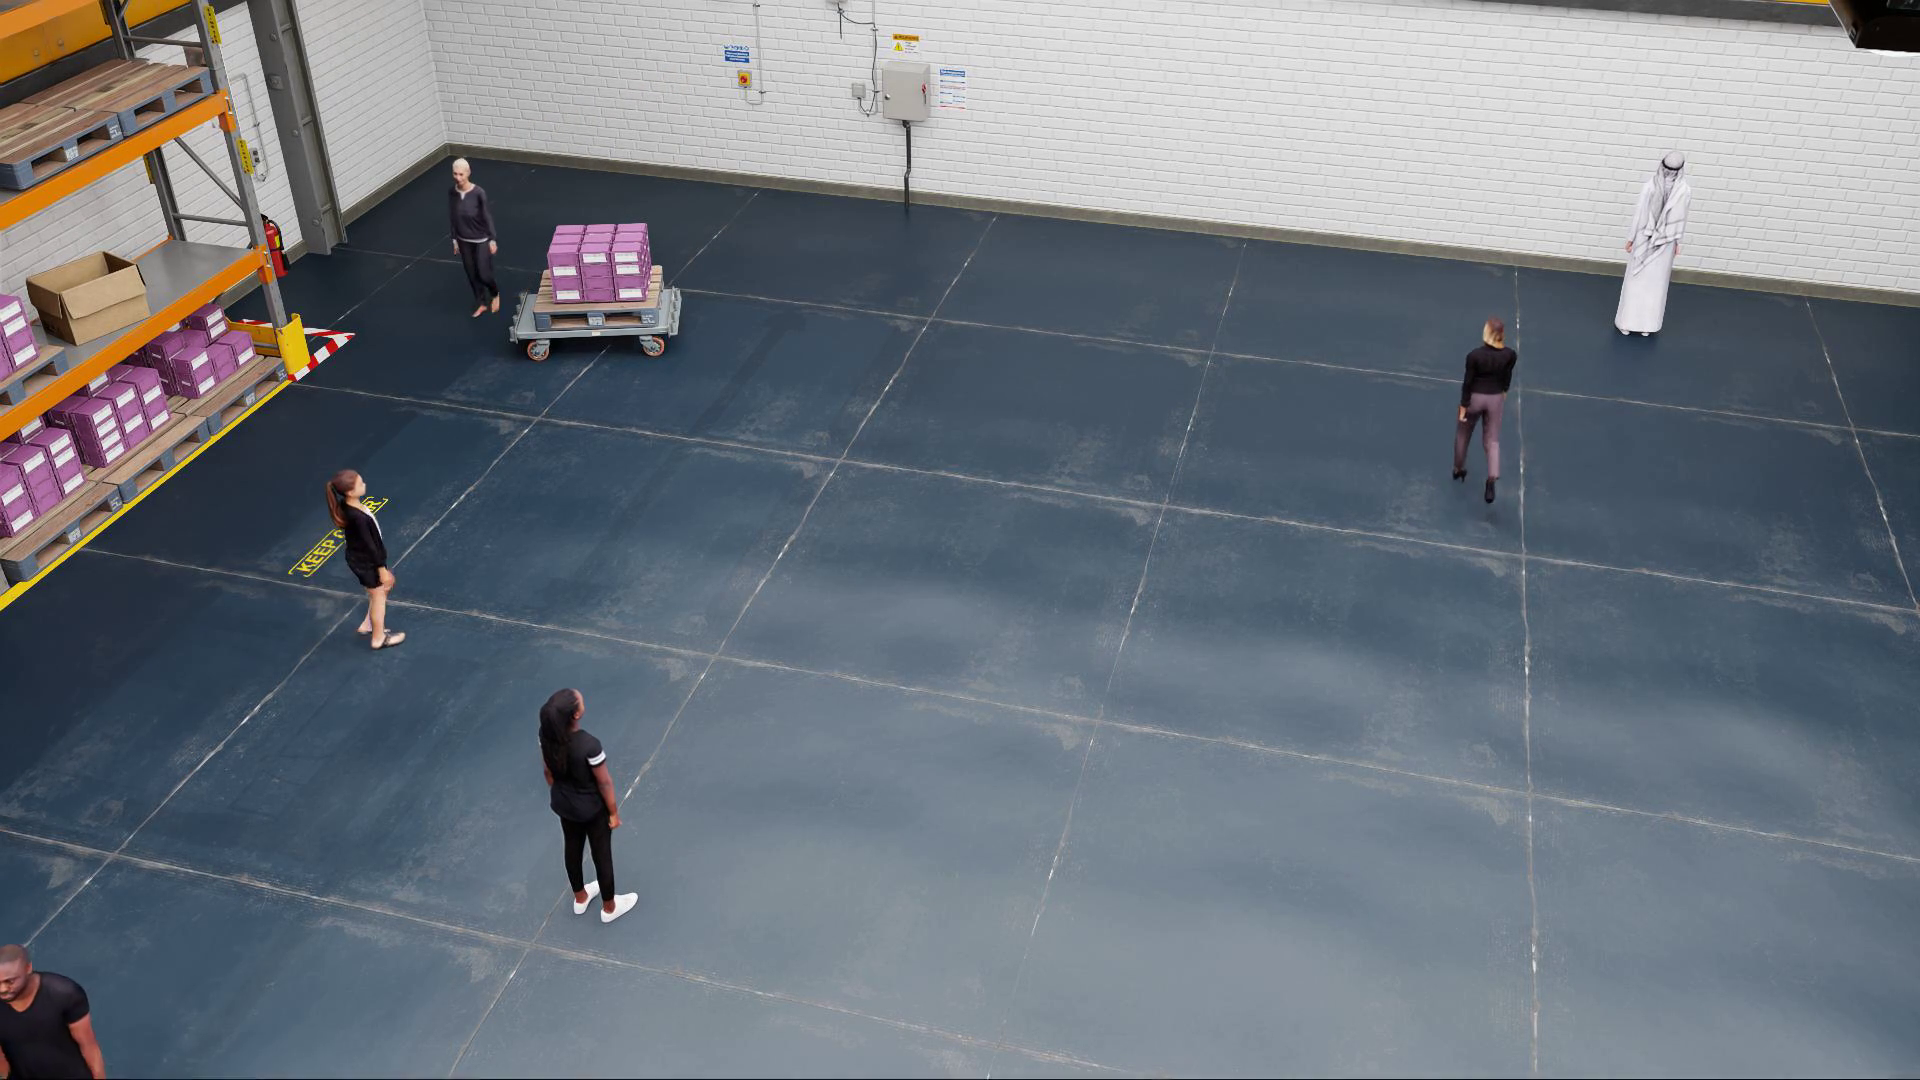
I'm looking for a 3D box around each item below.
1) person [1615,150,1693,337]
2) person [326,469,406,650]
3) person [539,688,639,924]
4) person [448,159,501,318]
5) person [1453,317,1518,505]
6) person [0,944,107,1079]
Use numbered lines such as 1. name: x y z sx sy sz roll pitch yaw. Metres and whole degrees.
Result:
1. person: 6.969 -2.979 16.702 0.676 1.926 0.588 8 34 12
2. person: -4.469 0.164 12.318 0.737 1.544 0.679 -20 38 -27
3. person: -2.273 1.585 10.014 0.655 1.729 0.612 14 36 21
4. person: -4.964 -3.138 17.133 0.634 1.714 0.598 9 35 13
5. person: 4.460 -1.070 14.081 0.758 1.648 1.049 -1 34 -1
6. person: -4.519 2.628 8.370 0.819 1.811 0.862 -4 34 -6
